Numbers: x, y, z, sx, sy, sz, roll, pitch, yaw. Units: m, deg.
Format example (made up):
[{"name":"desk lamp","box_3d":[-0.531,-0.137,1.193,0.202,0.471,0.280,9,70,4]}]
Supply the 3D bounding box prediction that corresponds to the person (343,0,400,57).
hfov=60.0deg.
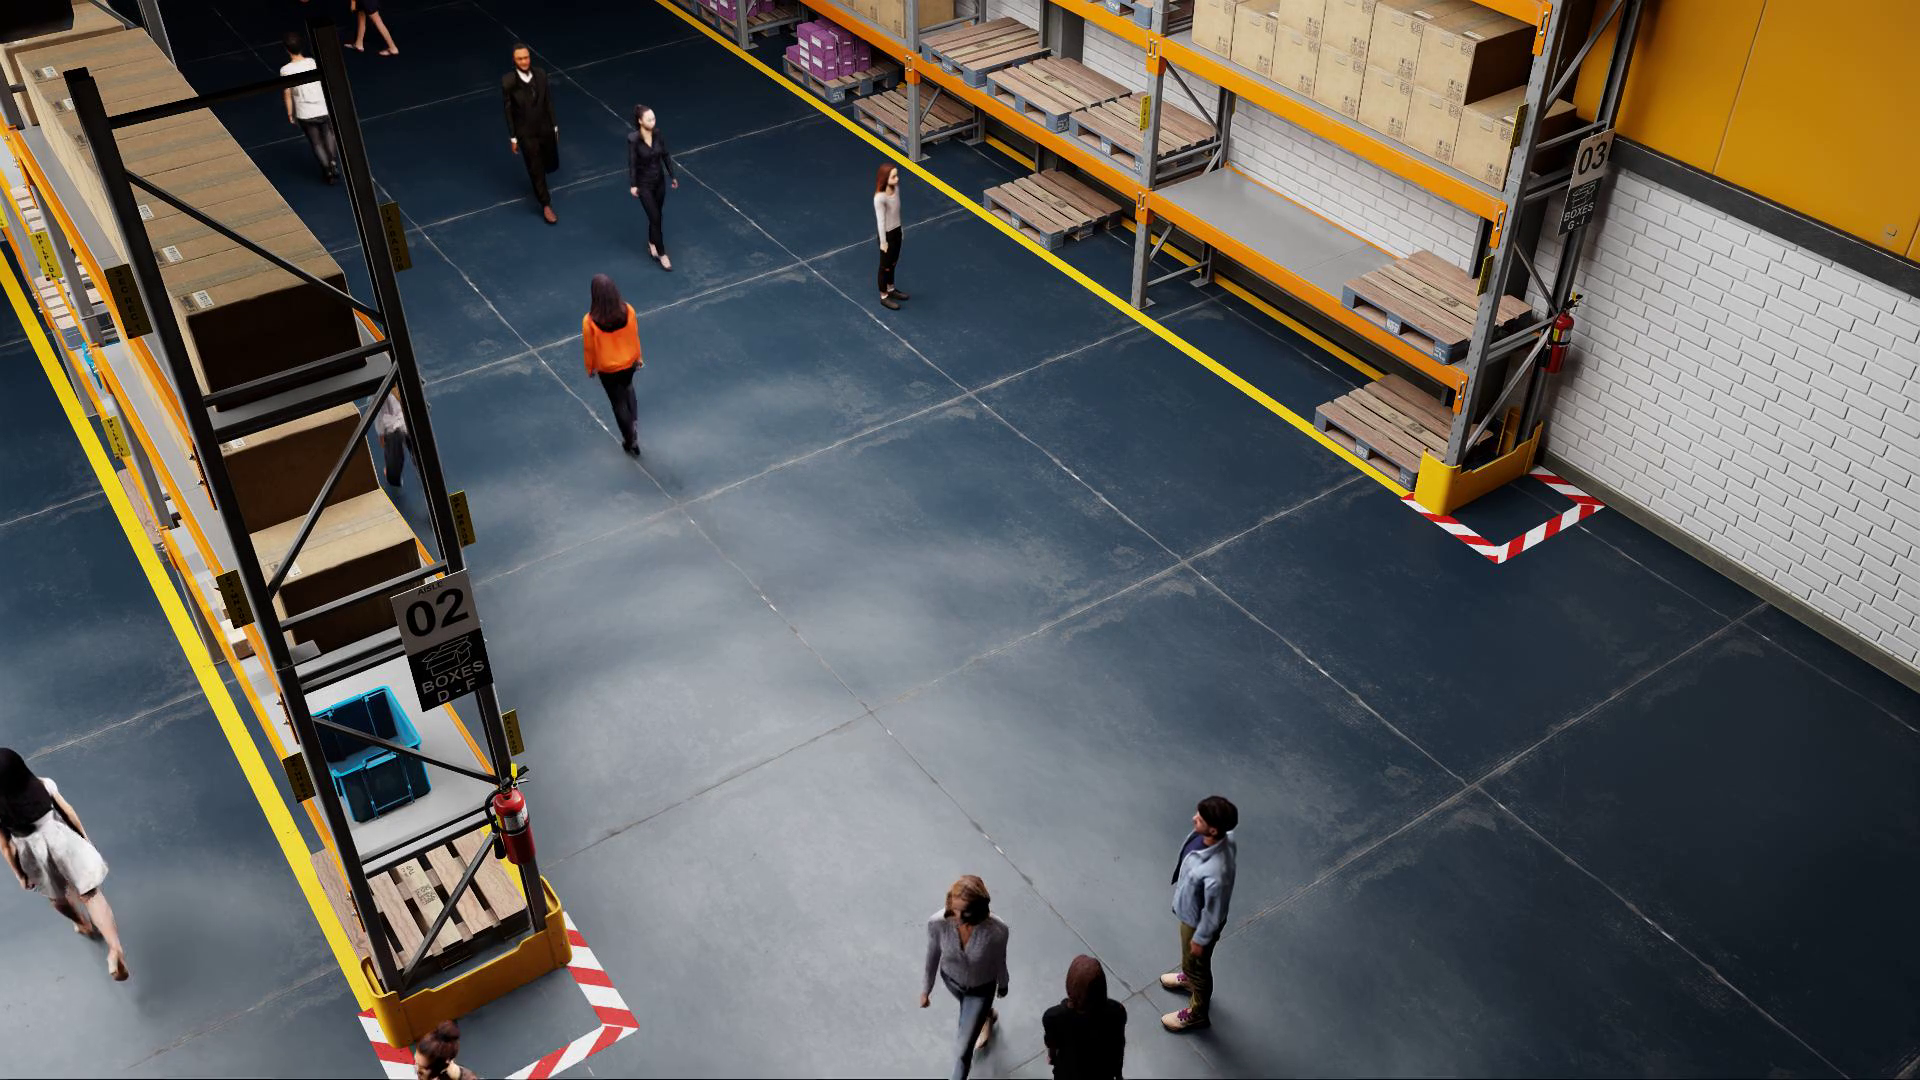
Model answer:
[{"name":"person","box_3d":[-7.429,-6.863,21.019,0.934,1.532,0.965,-2,39,-2]}]

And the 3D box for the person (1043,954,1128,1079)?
[{"name":"person","box_3d":[0.667,2.870,8.704,0.673,1.691,0.693,-7,39,-9]}]

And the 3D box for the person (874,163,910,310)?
[{"name":"person","box_3d":[-0.696,-2.978,16.191,0.635,1.485,0.615,16,41,19]}]

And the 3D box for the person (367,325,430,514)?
[{"name":"person","box_3d":[-4.444,-0.888,13.380,0.623,1.727,1.081,-26,45,-28]}]

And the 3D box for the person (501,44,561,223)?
[{"name":"person","box_3d":[-4.524,-4.336,17.571,0.754,1.886,1.066,-19,42,-22]}]

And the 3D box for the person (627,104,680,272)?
[{"name":"person","box_3d":[-3.164,-3.595,16.794,0.805,1.697,0.698,31,48,33]}]

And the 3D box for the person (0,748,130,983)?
[{"name":"person","box_3d":[-5.319,1.940,9.822,0.699,1.749,1.122,-30,47,-32]}]

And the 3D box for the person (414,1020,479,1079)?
[{"name":"person","box_3d":[-2.508,2.992,8.586,1.064,1.647,0.843,25,45,28]}]

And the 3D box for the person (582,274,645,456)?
[{"name":"person","box_3d":[-2.860,-1.437,14.060,0.637,1.736,0.605,-26,46,-29]}]

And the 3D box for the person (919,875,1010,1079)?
[{"name":"person","box_3d":[0.065,2.411,9.238,1.196,1.740,1.135,13,40,15]}]

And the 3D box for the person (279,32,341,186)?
[{"name":"person","box_3d":[-7.034,-4.669,18.124,0.666,1.715,0.588,-27,46,-30]}]

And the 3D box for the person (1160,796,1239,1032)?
[{"name":"person","box_3d":[1.392,2.126,9.539,0.820,1.811,0.739,3,39,4]}]
